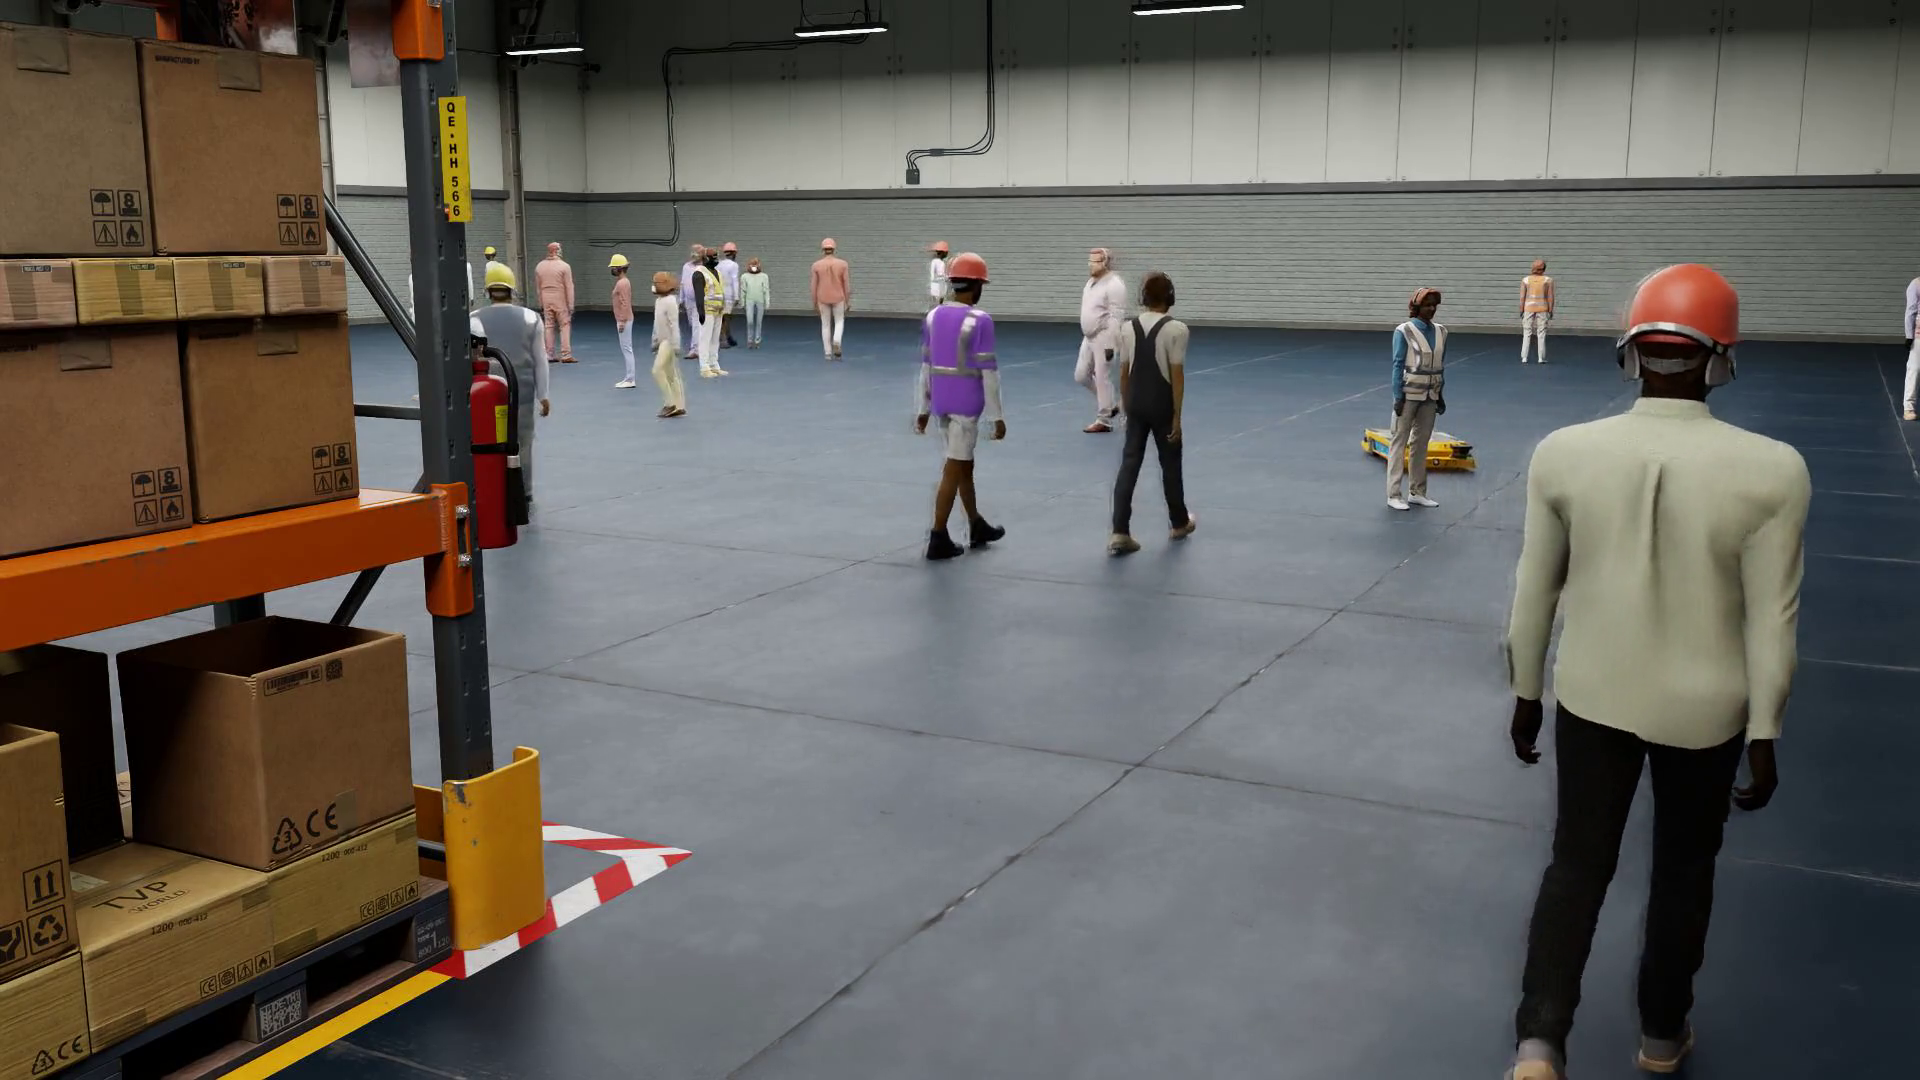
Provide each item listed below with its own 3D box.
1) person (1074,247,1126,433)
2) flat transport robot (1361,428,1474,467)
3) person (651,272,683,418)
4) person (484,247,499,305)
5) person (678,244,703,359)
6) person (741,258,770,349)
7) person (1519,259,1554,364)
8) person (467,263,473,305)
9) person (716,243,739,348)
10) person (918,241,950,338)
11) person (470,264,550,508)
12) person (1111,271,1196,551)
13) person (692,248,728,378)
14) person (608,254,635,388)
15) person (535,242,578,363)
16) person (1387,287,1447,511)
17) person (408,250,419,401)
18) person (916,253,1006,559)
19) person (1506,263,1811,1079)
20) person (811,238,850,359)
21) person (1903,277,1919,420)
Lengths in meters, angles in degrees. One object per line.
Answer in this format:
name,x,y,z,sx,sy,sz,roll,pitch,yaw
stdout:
person,1.424,-2.043,17.076,0.417,1.893,0.671,-5,11,-23
flat transport robot,4.092,-0.839,14.943,0.652,0.197,1.431,0,10,1
person,-3.296,-2.155,18.429,0.474,1.616,0.521,-5,11,-24
person,-10.305,-5.570,36.665,0.325,1.769,0.524,2,11,9
person,-4.320,-3.958,27.566,0.642,1.880,0.868,7,13,34
person,-3.633,-4.198,29.598,0.503,1.613,0.663,-2,11,-10
person,9.120,-3.610,26.325,0.522,1.639,0.306,5,12,26
person,-8.898,-4.271,29.382,0.577,1.833,0.970,-3,11,-15
person,-4.216,-4.405,30.034,0.713,1.892,0.618,-9,14,-42
person,-0.440,-4.672,31.378,0.642,1.920,0.545,-2,11,-13
person,-3.318,-1.089,12.118,0.621,1.801,0.821,-3,11,-17
person,1.249,-0.834,10.783,0.524,1.790,1.026,7,13,34
person,-3.561,-3.251,23.808,0.429,1.846,0.625,4,11,21
person,-4.498,-2.901,22.113,0.319,1.767,0.534,-2,11,-9
person,-6.398,-3.756,26.394,0.696,1.903,0.405,3,11,18
person,3.394,-1.045,12.334,0.515,1.641,0.314,-6,12,-29
person,-6.557,-2.645,20.402,0.358,1.881,0.574,2,11,12
person,0.090,-0.851,10.542,0.871,1.902,0.582,-10,14,-43
person,1.534,0.367,3.762,0.622,1.968,0.895,7,12,33
person,-2.111,-3.923,27.095,0.642,1.980,0.470,-1,10,-3
person,10.674,-2.224,18.217,0.621,1.845,0.429,1,10,4
